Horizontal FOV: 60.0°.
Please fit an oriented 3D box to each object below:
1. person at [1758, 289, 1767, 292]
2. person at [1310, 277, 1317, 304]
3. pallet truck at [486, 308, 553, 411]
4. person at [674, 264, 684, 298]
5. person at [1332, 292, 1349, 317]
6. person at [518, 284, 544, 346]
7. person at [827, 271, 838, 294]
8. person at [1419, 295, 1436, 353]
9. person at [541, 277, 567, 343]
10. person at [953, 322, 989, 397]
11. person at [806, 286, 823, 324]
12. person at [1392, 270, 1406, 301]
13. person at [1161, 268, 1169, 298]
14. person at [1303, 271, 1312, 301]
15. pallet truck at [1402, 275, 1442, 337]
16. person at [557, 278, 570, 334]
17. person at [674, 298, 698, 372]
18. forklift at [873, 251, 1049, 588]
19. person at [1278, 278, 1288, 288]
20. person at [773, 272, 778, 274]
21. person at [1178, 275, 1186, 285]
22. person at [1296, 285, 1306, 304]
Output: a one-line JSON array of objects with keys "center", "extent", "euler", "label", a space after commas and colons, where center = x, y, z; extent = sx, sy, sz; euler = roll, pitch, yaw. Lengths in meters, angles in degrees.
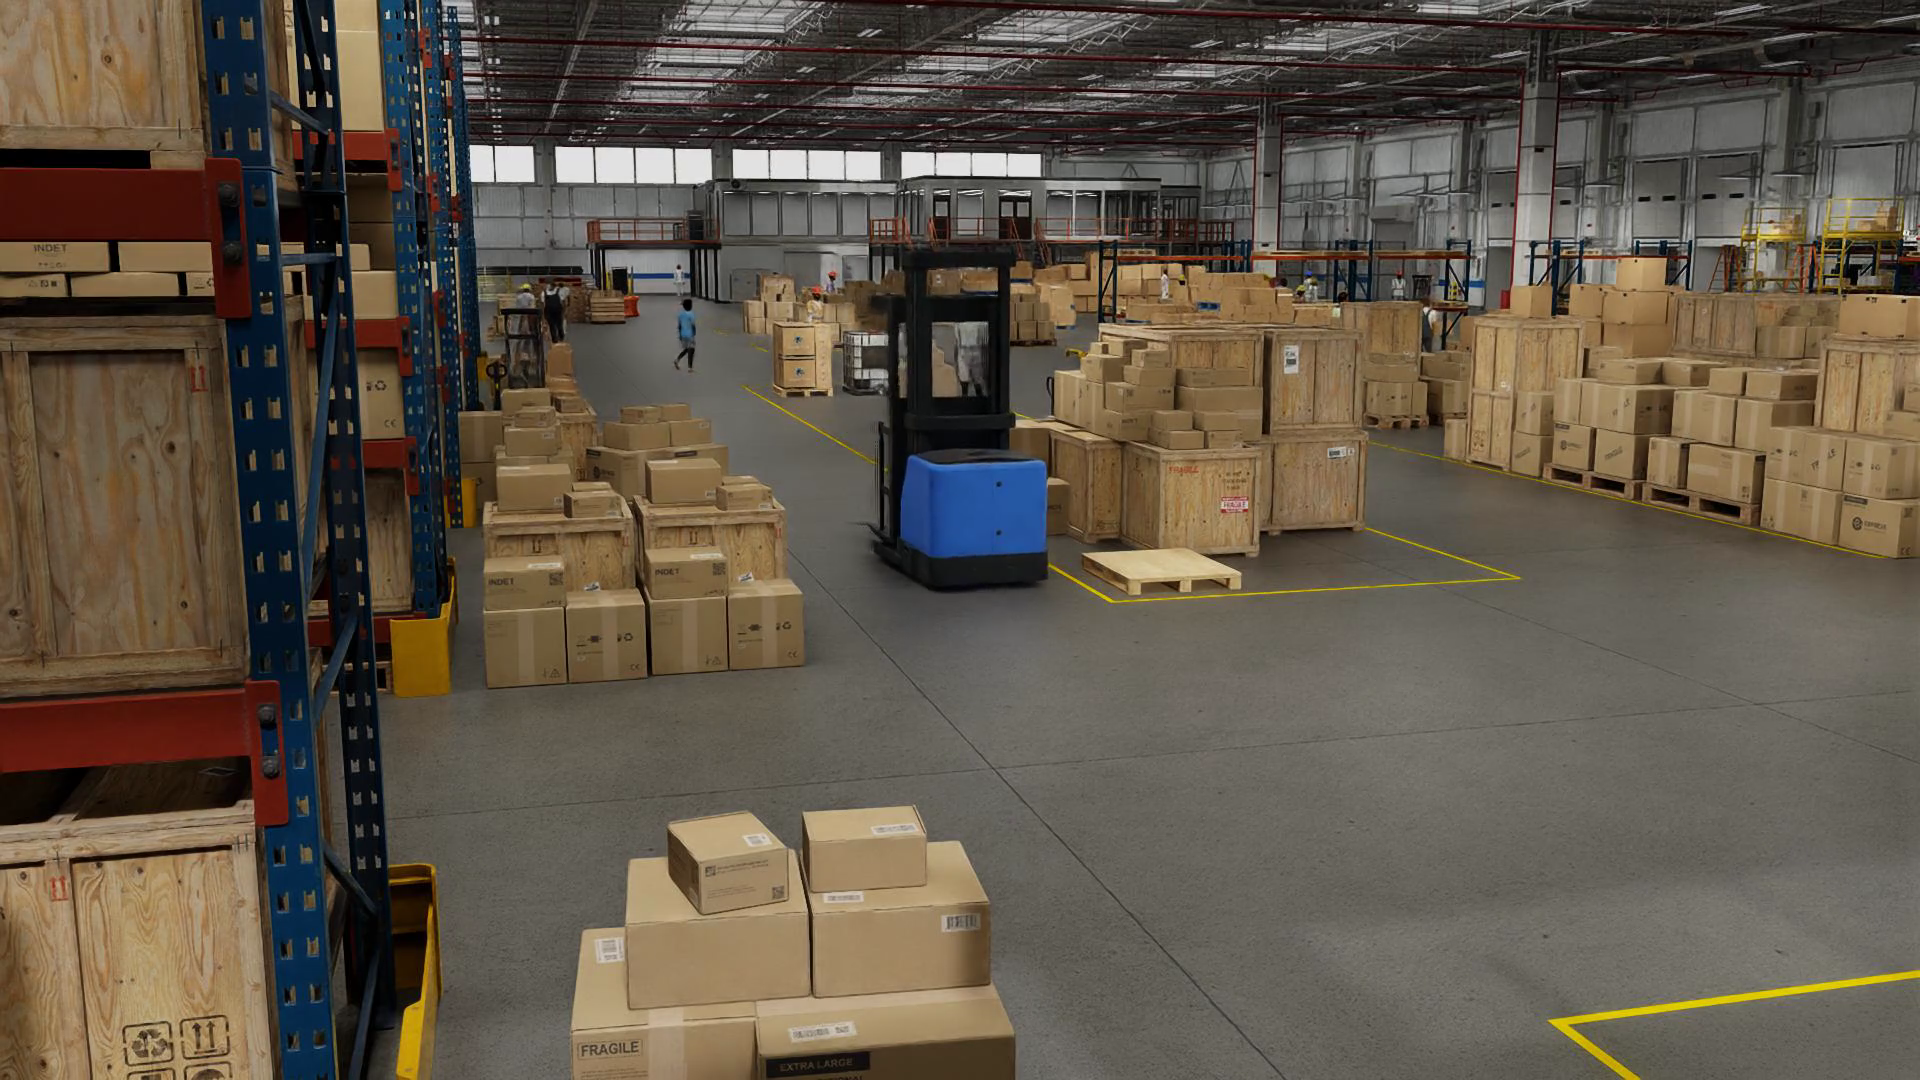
[{"center": [17.852, -4.634, 37.130], "extent": [0.654, 1.916, 0.521], "euler": [-2, 10, -12], "label": "person"}, {"center": [12.950, -8.767, 61.048], "extent": [0.338, 1.743, 0.498], "euler": [0, 10, -1], "label": "person"}, {"center": [-6.242, -2.418, 24.362], "extent": [0.823, 1.965, 1.885], "euler": [1, 10, 3], "label": "pallet truck"}, {"center": [-15.587, -14.331, 92.193], "extent": [0.590, 1.867, 0.624], "euler": [-3, 10, -14], "label": "person"}, {"center": [7.932, -4.200, 34.680], "extent": [0.388, 1.919, 0.593], "euler": [-4, 11, -22], "label": "person"}, {"center": [-12.457, -6.513, 48.126], "extent": [0.612, 1.784, 0.907], "euler": [3, 11, 18], "label": "person"}, {"center": [-4.417, -8.288, 57.524], "extent": [0.417, 2.034, 0.603], "euler": [1, 10, 3], "label": "person"}, {"center": [10.023, -4.371, 35.890], "extent": [0.517, 1.832, 0.625], "euler": [1, 10, 4], "label": "person"}, {"center": [-11.592, -6.512, 47.424], "extent": [0.716, 2.000, 0.544], "euler": [-1, 10, -5], "label": "person"}, {"center": [0.193, -3.024, 27.972], "extent": [0.618, 1.937, 0.855], "euler": [2, 10, 10], "label": "person"}, {"center": [-3.395, -5.048, 39.428], "extent": [0.355, 1.938, 0.545], "euler": [6, 12, 30], "label": "person"}, {"center": [17.387, -9.728, 65.924], "extent": [0.547, 1.938, 0.378], "euler": [-1, 10, -4], "label": "person"}, {"center": [8.698, -10.529, 70.458], "extent": [0.372, 1.940, 0.632], "euler": [-2, 10, -9], "label": "person"}, {"center": [13.254, -9.265, 63.267], "extent": [0.612, 1.950, 0.377], "euler": [-8, 13, -37], "label": "person"}, {"center": [14.620, -7.324, 52.145], "extent": [0.823, 1.965, 1.885], "euler": [8, 13, 40], "label": "pallet truck"}, {"center": [-13.081, -7.691, 54.687], "extent": [0.522, 1.836, 0.783], "euler": [-1, 10, -8], "label": "person"}, {"center": [-6.257, -4.668, 37.994], "extent": [0.541, 1.687, 0.459], "euler": [9, 13, 41], "label": "person"}, {"center": [0.000, -1.113, 14.477], "extent": [1.129, 2.768, 1.873], "euler": [-3, 10, -16], "label": "forklift"}, {"center": [10.987, -8.045, 56.754], "extent": [0.895, 1.815, 0.617], "euler": [6, 12, 31], "label": "person"}, {"center": [-7.275, -9.620, 65.552], "extent": [0.503, 1.861, 0.328], "euler": [10, 14, 43], "label": "person"}, {"center": [7.252, -7.736, 54.675], "extent": [0.372, 1.928, 0.584], "euler": [4, 11, 19], "label": "person"}, {"center": [9.668, -6.346, 47.250], "extent": [0.298, 1.772, 0.533], "euler": [1, 10, 7], "label": "person"}]
